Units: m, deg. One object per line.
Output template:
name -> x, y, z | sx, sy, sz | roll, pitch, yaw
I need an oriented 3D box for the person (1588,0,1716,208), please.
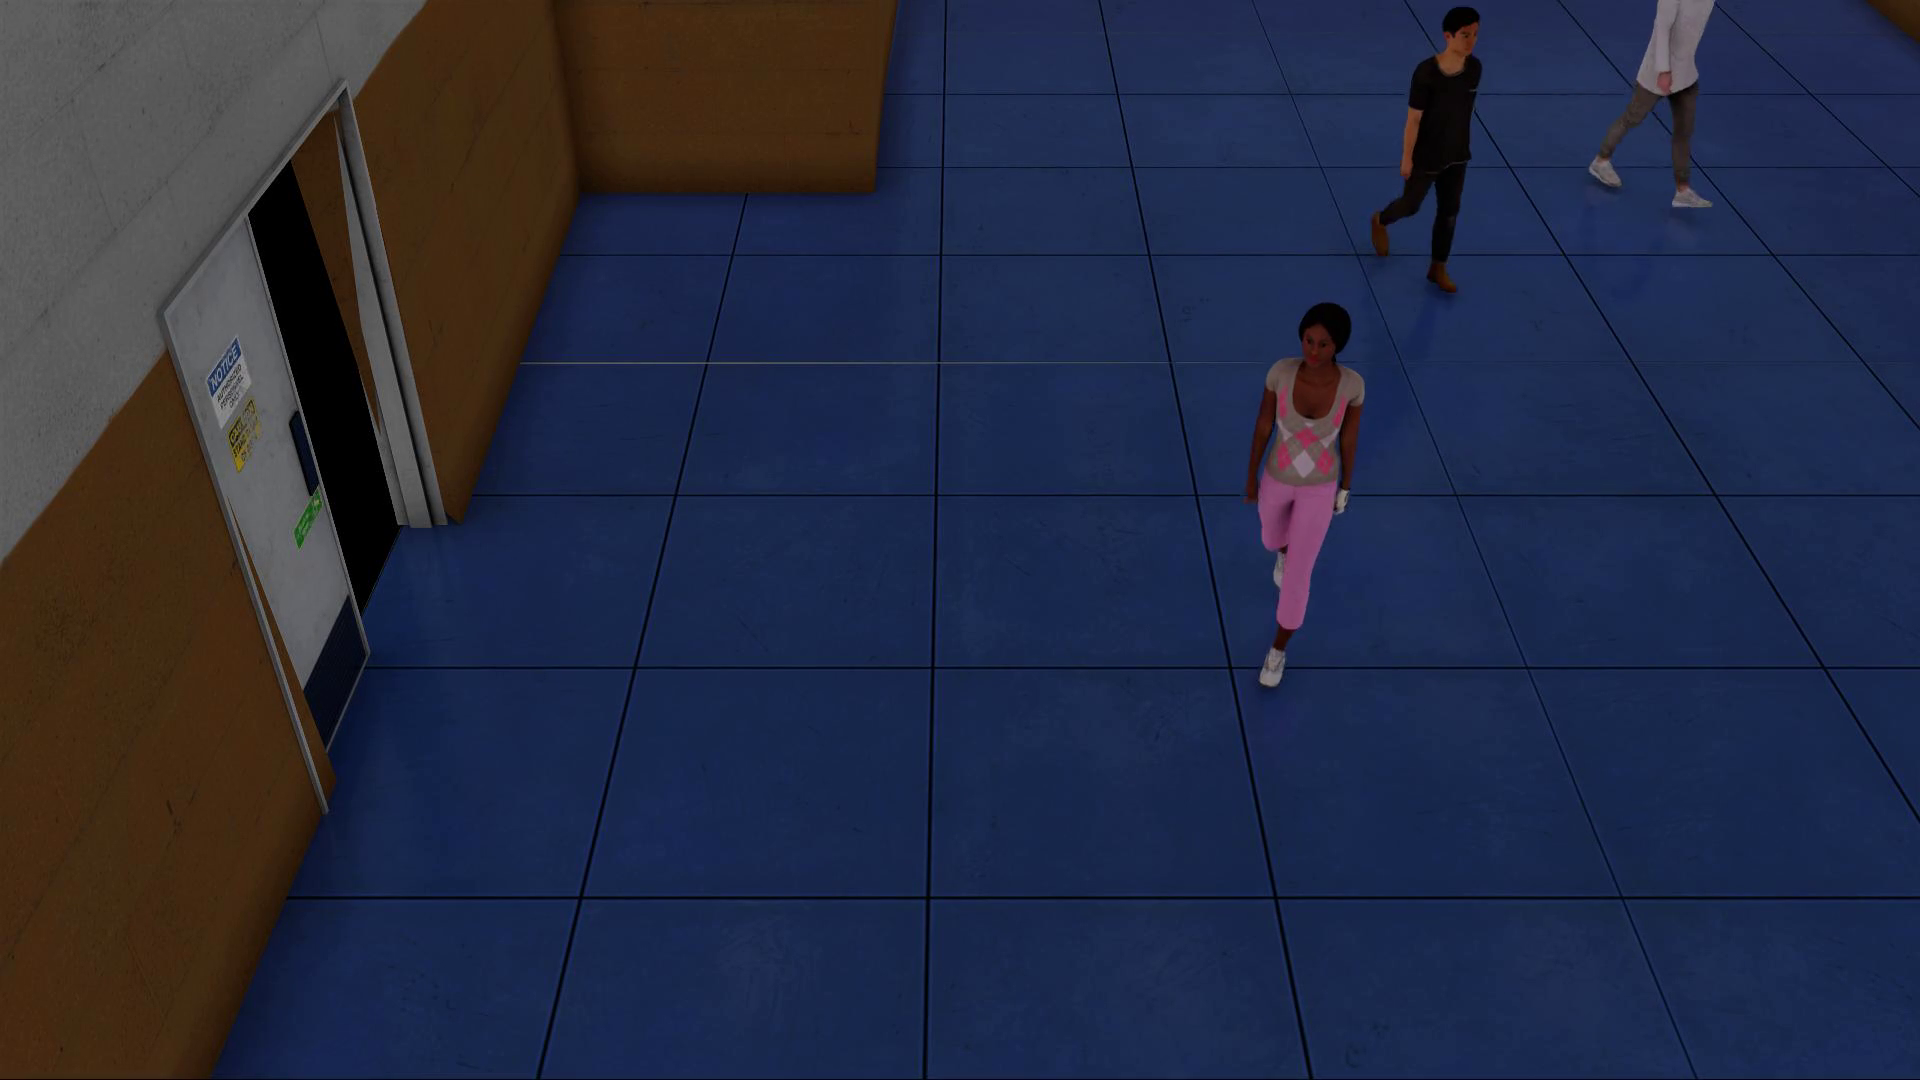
person -> 4.539, -3.084, 10.823 | 1.188, 1.796, 1.058 | -16, 40, -20

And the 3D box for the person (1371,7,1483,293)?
person -> 2.807, -2.368, 9.957 | 1.048, 1.691, 0.911 | -12, 39, -15

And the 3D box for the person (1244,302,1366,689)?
person -> 1.468, -0.266, 7.138 | 1.134, 1.714, 0.920 | 13, 39, 17
